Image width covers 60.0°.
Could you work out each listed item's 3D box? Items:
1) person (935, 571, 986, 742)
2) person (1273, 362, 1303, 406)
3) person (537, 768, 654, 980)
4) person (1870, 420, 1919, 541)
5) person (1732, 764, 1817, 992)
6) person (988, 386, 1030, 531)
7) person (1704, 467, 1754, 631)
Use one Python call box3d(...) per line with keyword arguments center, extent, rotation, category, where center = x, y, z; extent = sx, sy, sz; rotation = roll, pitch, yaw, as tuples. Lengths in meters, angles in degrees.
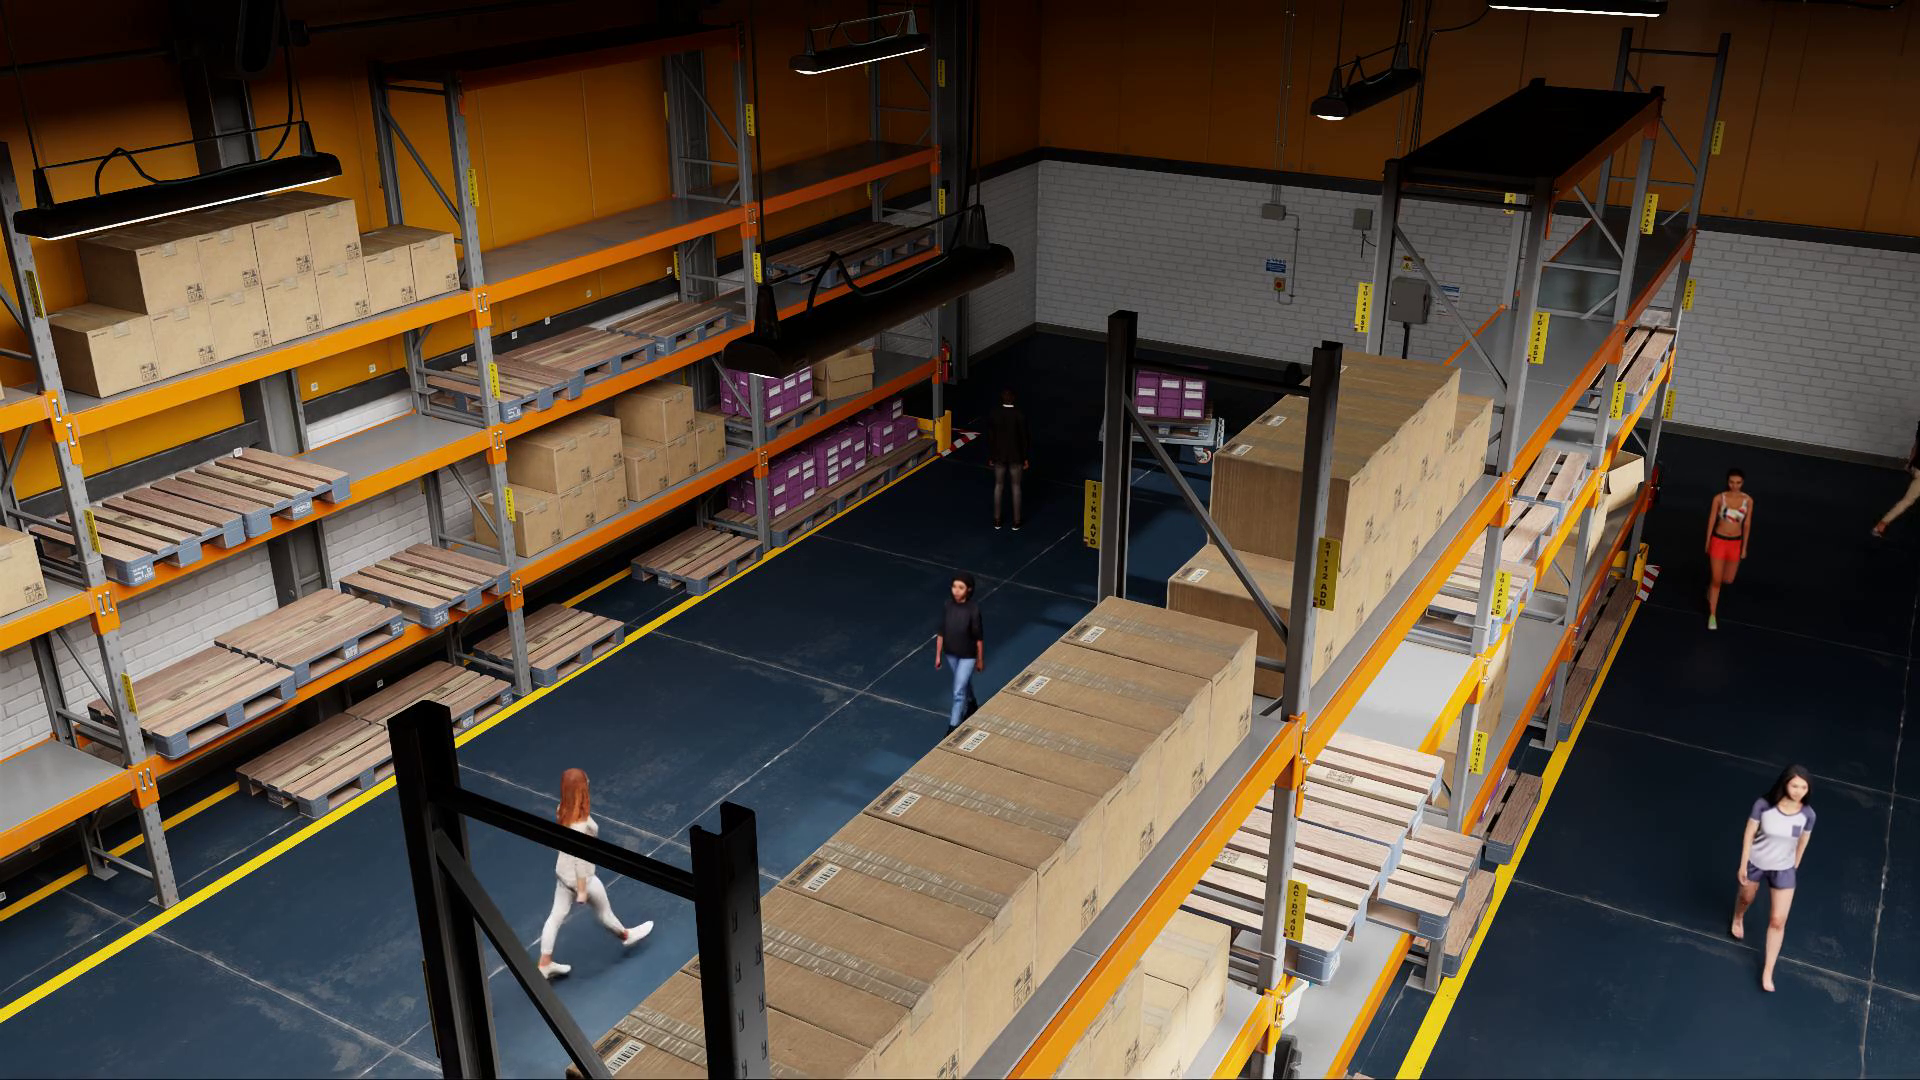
box3d(center=(0.046, 1.058, 15.410), extent=(0.601, 1.656, 1.112), rotation=(12, 27, 26), category="person")
box3d(center=(4.138, -1.400, 20.936), extent=(0.626, 1.733, 0.536), rotation=(10, 26, 22), category="person")
box3d(center=(-2.876, 2.482, 12.139), extent=(1.246, 1.667, 0.927), rotation=(-17, 29, -34), category="person")
box3d(center=(11.206, -0.812, 19.487), extent=(1.073, 1.817, 1.205), rotation=(1, 24, 2), category="person")
box3d(center=(5.995, 2.385, 12.359), extent=(0.718, 1.668, 1.114), rotation=(8, 25, 18), category="person")
box3d(center=(0.580, -0.990, 19.915), extent=(0.706, 1.800, 0.643), rotation=(7, 24, 15), category="person")
box3d(center=(8.090, 0.038, 17.600), extent=(0.735, 1.772, 0.982), rotation=(6, 24, 13), category="person")
